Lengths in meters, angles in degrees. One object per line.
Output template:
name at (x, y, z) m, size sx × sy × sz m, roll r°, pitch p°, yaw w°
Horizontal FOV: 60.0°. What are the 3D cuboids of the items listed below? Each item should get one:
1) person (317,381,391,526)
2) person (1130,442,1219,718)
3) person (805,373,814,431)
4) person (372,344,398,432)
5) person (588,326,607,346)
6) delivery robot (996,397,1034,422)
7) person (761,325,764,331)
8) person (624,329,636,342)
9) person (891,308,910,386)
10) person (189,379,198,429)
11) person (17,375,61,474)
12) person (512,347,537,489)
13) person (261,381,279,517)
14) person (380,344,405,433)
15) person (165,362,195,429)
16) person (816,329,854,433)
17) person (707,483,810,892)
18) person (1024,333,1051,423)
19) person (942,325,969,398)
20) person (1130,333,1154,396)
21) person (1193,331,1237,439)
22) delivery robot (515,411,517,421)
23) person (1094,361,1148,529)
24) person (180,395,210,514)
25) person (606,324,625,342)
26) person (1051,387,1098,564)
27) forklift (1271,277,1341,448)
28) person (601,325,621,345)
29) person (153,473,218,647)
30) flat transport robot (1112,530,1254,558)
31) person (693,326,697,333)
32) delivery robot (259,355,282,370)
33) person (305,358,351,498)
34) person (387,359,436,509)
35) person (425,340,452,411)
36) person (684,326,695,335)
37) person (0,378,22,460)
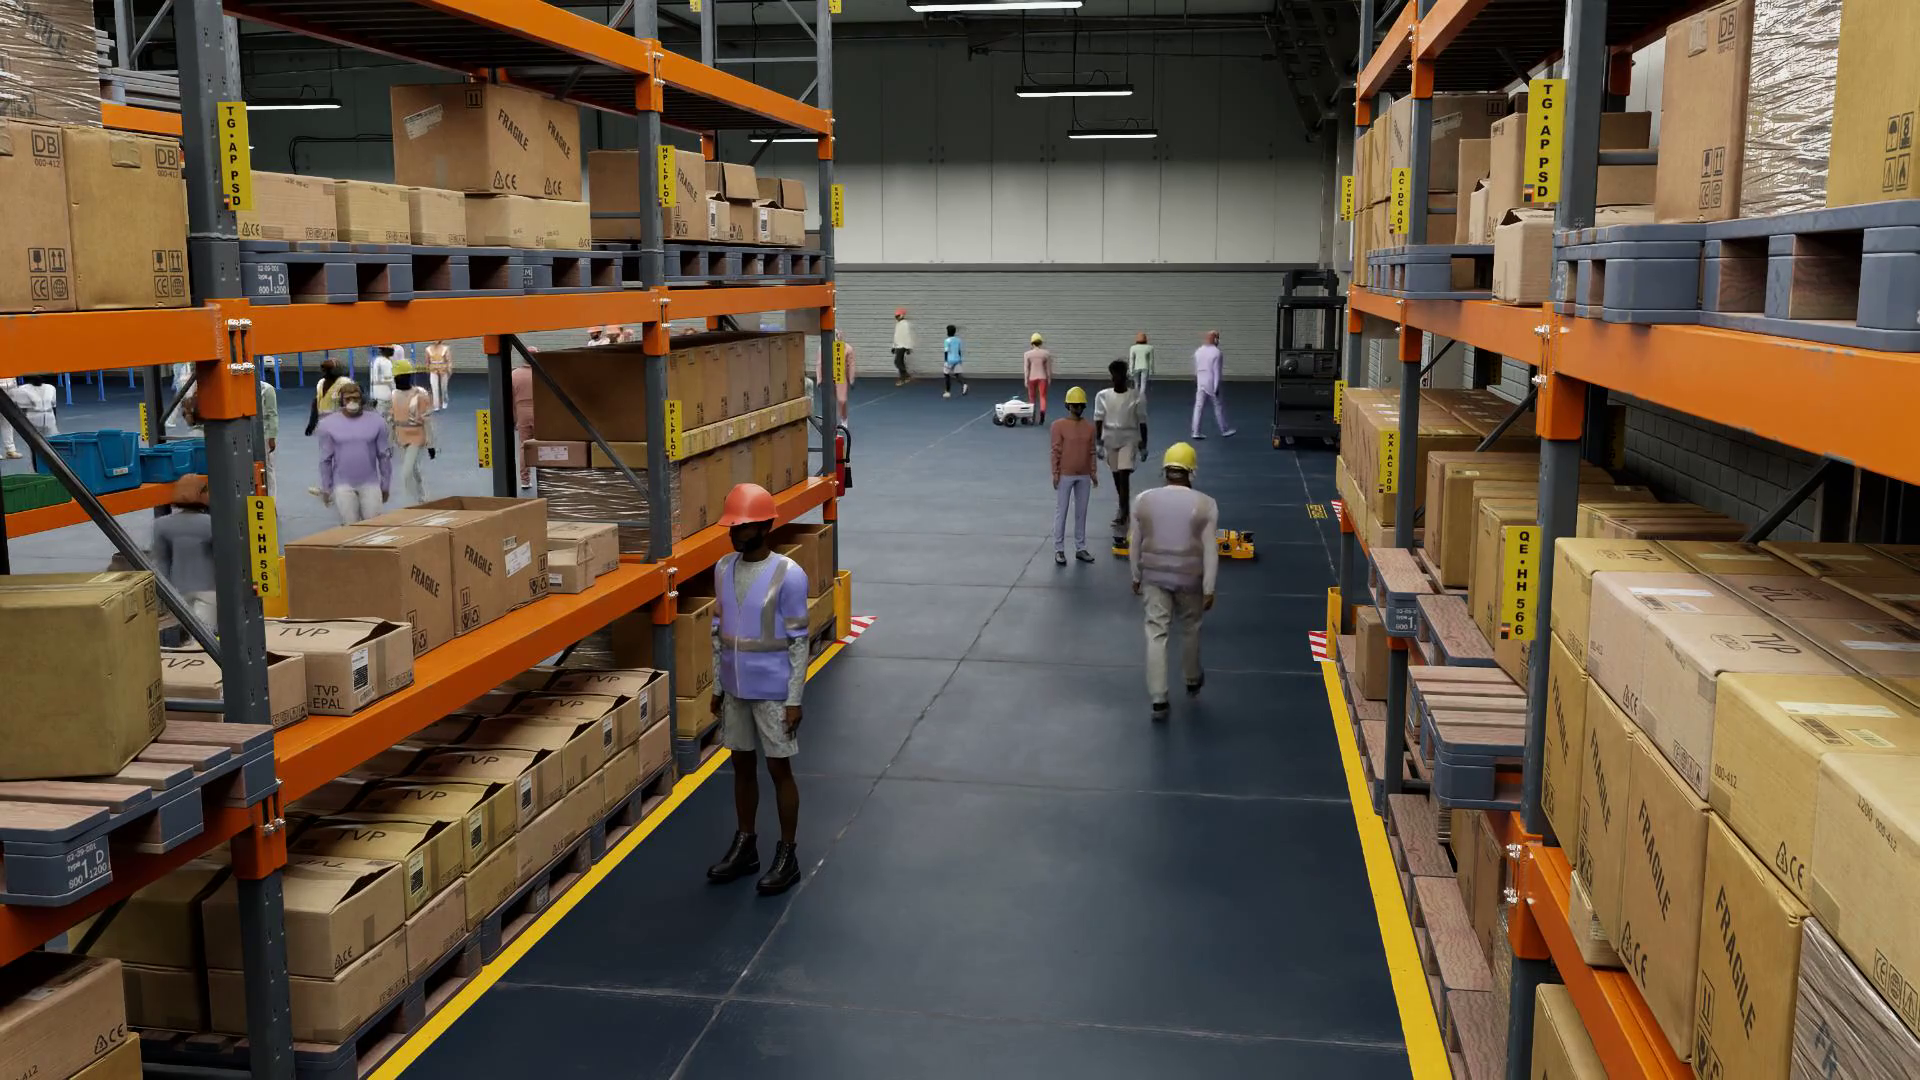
person at (-5.531, -0.494, 15.225) m, size 0.632 × 1.924 × 0.499 m, roll -4°, pitch 10°, yaw -22°
person at (1.438, 0.239, 11.104) m, size 0.610 × 1.783 × 0.916 m, roll 3°, pitch 10°, yaw 17°
person at (-2.356, -1.809, 24.026) m, size 0.495 × 1.705 × 0.880 m, roll 0°, pitch 9°, yaw 0°
person at (-9.102, -2.281, 26.389) m, size 1.012 × 1.883 × 0.567 m, roll -6°, pitch 11°, yaw -32°
person at (-6.934, -3.194, 31.830) m, size 0.548 × 1.936 × 0.378 m, roll 6°, pitch 11°, yaw 33°
delivery robot at (1.041, -2.470, 31.462) m, size 0.707 × 0.478 × 0.477 m, roll -5°, pitch 10°, yaw -27°
person at (-3.733, -3.113, 31.357) m, size 0.621 × 1.927 × 0.634 m, roll 8°, pitch 12°, yaw 41°
person at (-5.880, -2.815, 29.708) m, size 0.880 × 1.866 × 0.658 m, roll -8°, pitch 12°, yaw -42°
person at (-1.540, -4.896, 42.203) m, size 0.516 × 1.972 × 0.634 m, roll -4°, pitch 10°, yaw -23°
person at (-10.419, -1.738, 23.175) m, size 0.834 × 1.842 × 0.518 m, roll 5°, pitch 10°, yaw 26°
person at (-12.455, -1.560, 22.533) m, size 0.419 × 1.680 × 0.544 m, roll 7°, pitch 11°, yaw 37°
person at (-5.727, -1.631, 22.304) m, size 0.694 × 1.906 × 0.404 m, roll 0°, pitch 9°, yaw 3°
person at (-8.358, -1.230, 19.680) m, size 0.615 × 1.948 × 0.385 m, roll 3°, pitch 10°, yaw 15°
person at (-10.166, -2.883, 29.972) m, size 0.585 × 1.920 × 0.373 m, roll 5°, pitch 11°, yaw 29°
person at (-14.384, -2.825, 30.581) m, size 0.832 × 1.595 × 0.533 m, roll -3°, pitch 10°, yaw -20°
person at (-2.271, -2.899, 30.164) m, size 0.678 × 1.892 × 0.473 m, roll 1°, pitch 9°, yaw 7°
person at (-0.972, 0.692, 7.867) m, size 0.552 × 1.937 × 0.356 m, roll 6°, pitch 11°, yaw 32°
person at (1.472, -3.062, 31.607) m, size 0.531 × 1.748 × 0.715 m, roll 0°, pitch 9°, yaw -1°
person at (-0.121, -4.119, 38.317) m, size 0.634 × 1.684 × 0.541 m, roll 9°, pitch 13°, yaw 44°
person at (3.915, -3.660, 35.791) m, size 0.504 × 1.587 × 0.867 m, roll 2°, pitch 10°, yaw 15°
person at (4.423, -2.701, 28.999) m, size 0.954 × 1.860 × 0.658 m, roll -7°, pitch 12°, yaw -39°
delivery robot at (-8.390, -2.419, 31.136) m, size 0.477 × 0.478 × 0.707 m, roll -3°, pitch 9°, yaw -18°
person at (1.860, -1.120, 19.200) m, size 0.592 × 1.908 × 1.012 m, roll 4°, pitch 10°, yaw 24°
person at (-6.849, -0.399, 14.990) m, size 0.879 × 1.802 × 0.548 m, roll 3°, pitch 10°, yaw 16°
person at (-7.255, -3.738, 35.358) m, size 0.565 × 1.888 × 0.984 m, roll -1°, pitch 9°, yaw -5°
person at (1.152, -0.655, 16.703) m, size 0.525 × 1.769 × 0.309 m, roll -4°, pitch 10°, yaw -26°
forklift at (5.847, -3.016, 27.970) m, size 1.129 × 2.768 × 1.873 m, roll 1°, pitch 9°, yaw 9°
person at (-6.204, -2.917, 29.996) m, size 0.616 × 1.982 × 1.075 m, roll -2°, pitch 9°, yaw -10°
person at (-5.059, 0.343, 11.089) m, size 0.523 × 1.581 × 0.874 m, roll 0°, pitch 9°, yaw -2°
flat transport robot at (2.319, 0.022, 17.257) m, size 1.431 × 0.197 × 0.652 m, roll 1°, pitch 9°, yaw 9°
person at (-6.155, -4.122, 38.480) m, size 0.311 × 1.636 × 0.523 m, roll -8°, pitch 12°, yaw -40°
delivery robot at (-19.795, -5.084, 47.585) m, size 0.707 × 0.478 × 0.477 m, roll 1°, pitch 9°, yaw 9°
person at (-8.150, -1.477, 21.698) m, size 0.627 × 1.799 × 0.949 m, roll 7°, pitch 11°, yaw 36°
person at (-6.414, -1.120, 19.131) m, size 0.624 × 1.897 × 0.784 m, roll 6°, pitch 11°, yaw 32°
person at (-10.916, -3.523, 34.862) m, size 0.524 × 1.608 × 0.766 m, roll -2°, pitch 9°, yaw -10°
person at (-5.504, -3.448, 33.774) m, size 0.574 × 1.817 × 0.784 m, roll -9°, pitch 13°, yaw -43°
person at (-14.917, -2.173, 25.835) m, size 0.429 × 1.844 × 0.626 m, roll 4°, pitch 10°, yaw 24°
